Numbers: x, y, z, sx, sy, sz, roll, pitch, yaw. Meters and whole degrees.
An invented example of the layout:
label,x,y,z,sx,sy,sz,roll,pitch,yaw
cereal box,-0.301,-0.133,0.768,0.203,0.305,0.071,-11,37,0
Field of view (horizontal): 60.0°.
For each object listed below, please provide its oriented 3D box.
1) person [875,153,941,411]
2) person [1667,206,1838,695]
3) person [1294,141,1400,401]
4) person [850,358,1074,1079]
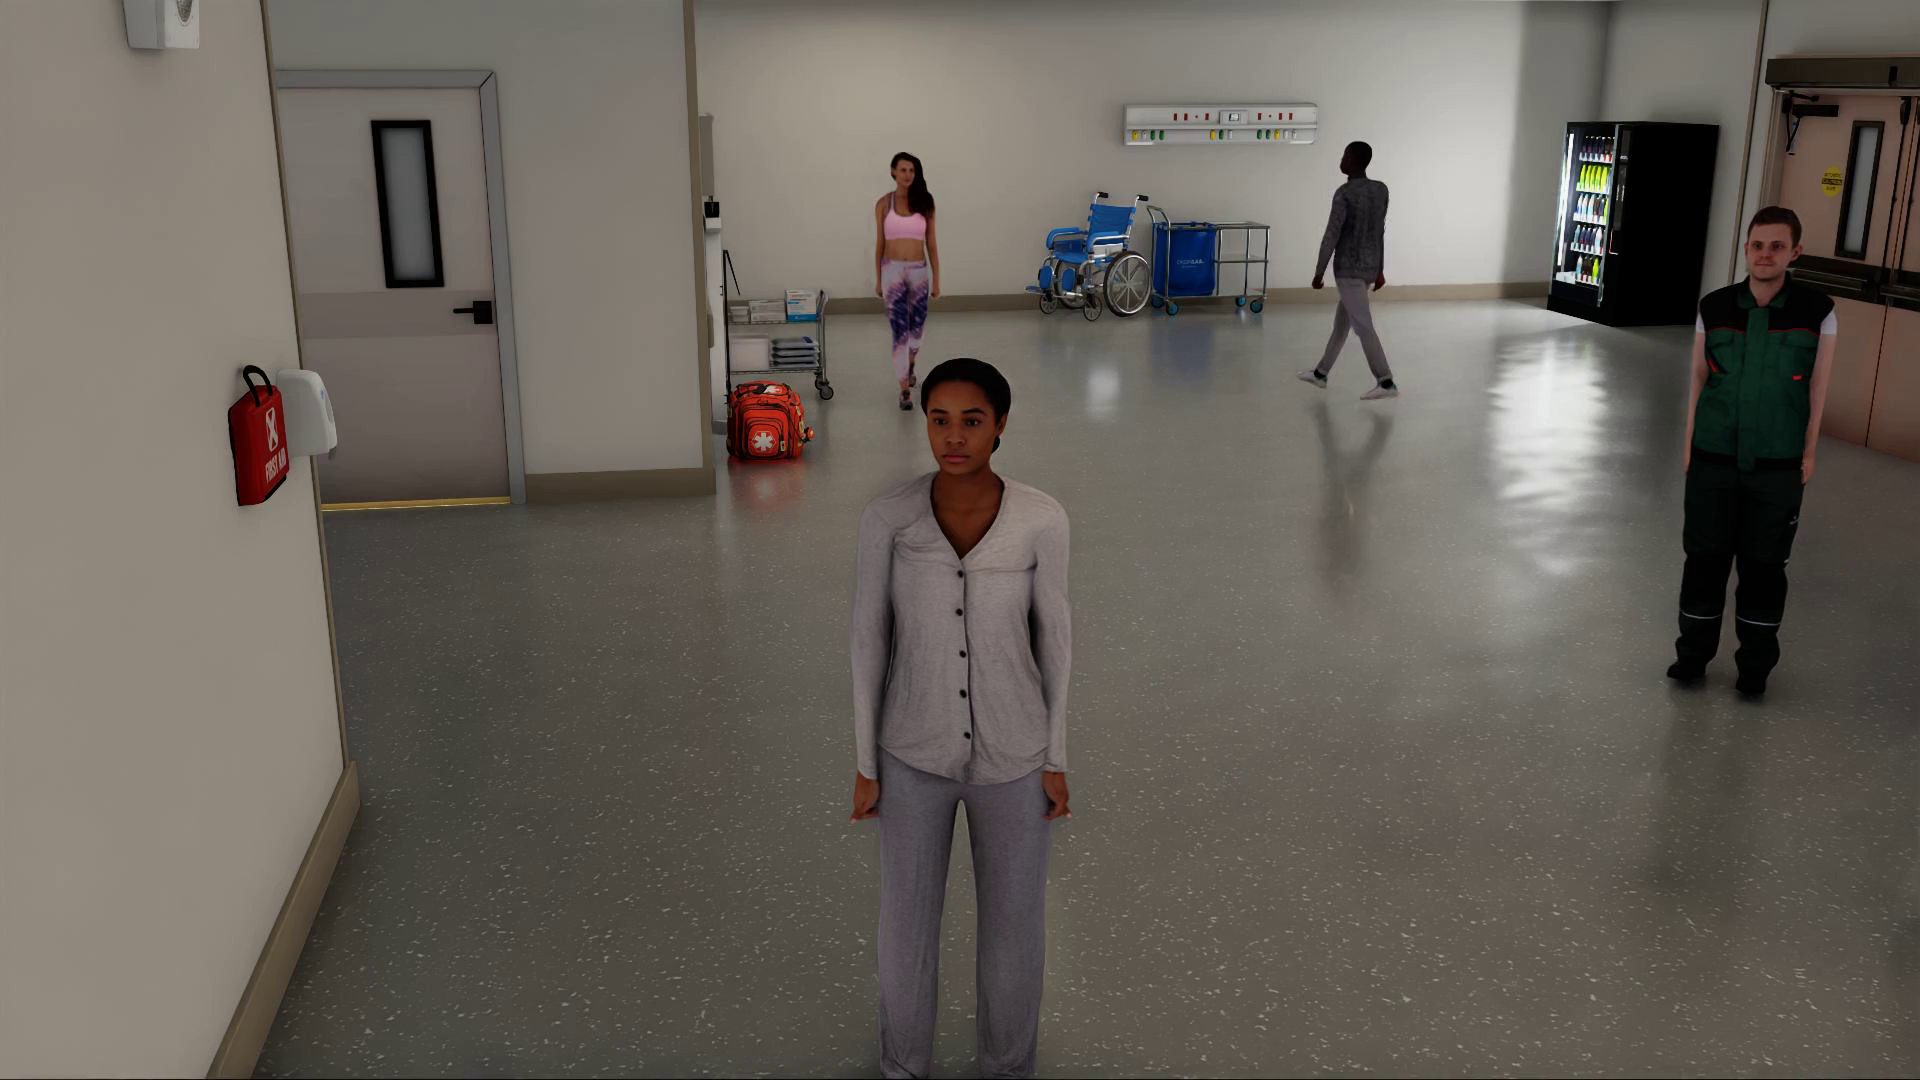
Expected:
label,x,y,z,sx,sy,sz,roll,pitch,yaw
person,-0.390,-1.814,11.718,0.610,1.731,1.180,-2,16,-8
person,2.968,-0.330,6.245,0.724,1.842,0.772,9,18,30
person,2.873,-1.862,11.774,1.124,1.794,1.306,-14,21,-41
person,0.006,0.454,3.664,0.676,1.737,0.598,0,16,1
